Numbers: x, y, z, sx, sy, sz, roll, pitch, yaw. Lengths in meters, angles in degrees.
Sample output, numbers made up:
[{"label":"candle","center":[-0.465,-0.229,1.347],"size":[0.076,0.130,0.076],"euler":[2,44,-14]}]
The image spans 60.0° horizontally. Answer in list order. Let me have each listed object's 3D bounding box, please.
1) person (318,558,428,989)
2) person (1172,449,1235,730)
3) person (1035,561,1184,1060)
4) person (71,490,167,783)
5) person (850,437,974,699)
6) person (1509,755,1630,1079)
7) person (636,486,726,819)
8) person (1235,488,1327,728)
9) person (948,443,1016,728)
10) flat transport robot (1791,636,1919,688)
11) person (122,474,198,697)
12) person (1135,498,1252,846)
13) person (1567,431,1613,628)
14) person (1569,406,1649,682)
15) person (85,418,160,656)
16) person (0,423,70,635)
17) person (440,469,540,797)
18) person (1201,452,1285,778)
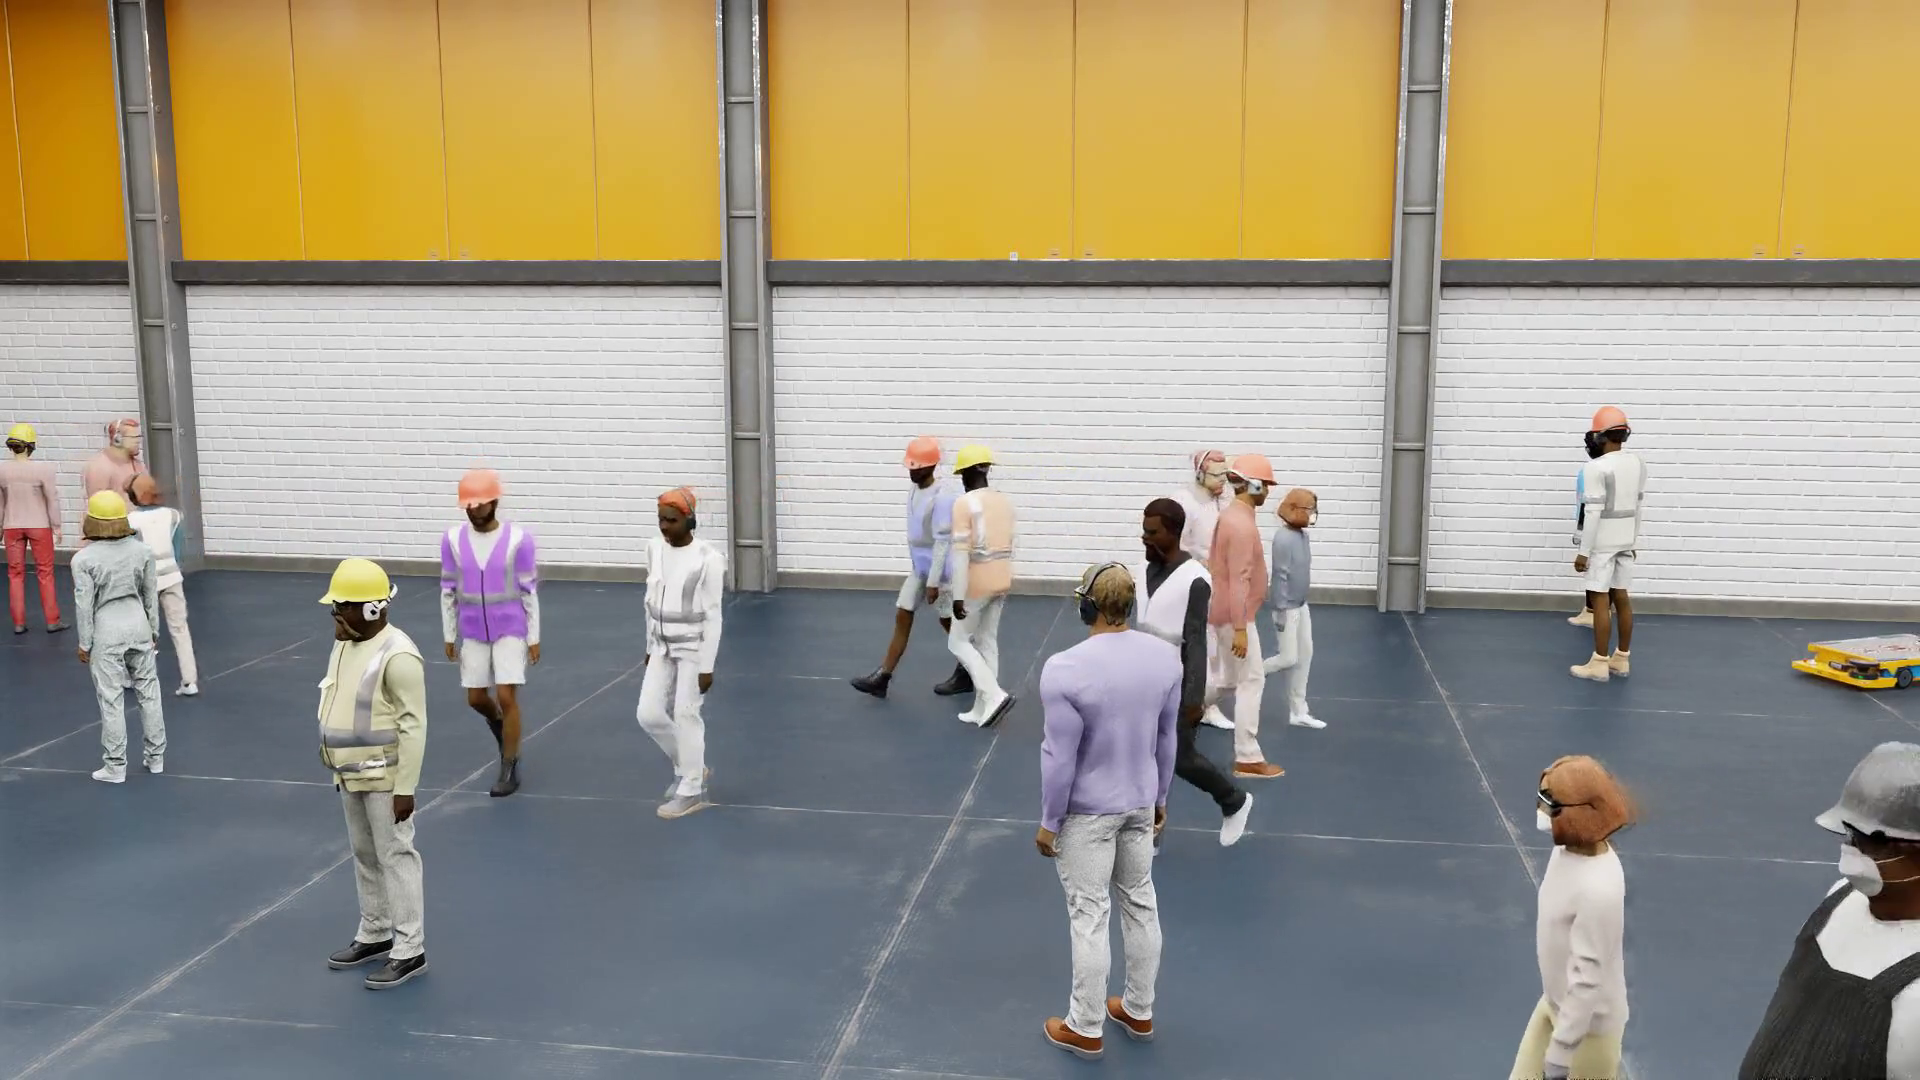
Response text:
[{"label":"person","center":[-2.509,0.980,7.087],"size":[0.600,1.831,0.404],"euler":[8,12,42]},{"label":"person","center":[1.582,0.328,10.936],"size":[0.487,1.885,0.668],"euler":[8,12,41]},{"label":"person","center":[0.562,1.034,6.434],"size":[0.630,1.940,0.372],"euler":[-6,11,-32]},{"label":"person","center":[-5.013,0.568,9.905],"size":[0.289,1.746,0.487],"euler":[7,12,37]},{"label":"person","center":[-0.284,0.216,11.646],"size":[0.998,1.879,0.565],"euler":[-5,11,-29]},{"label":"person","center":[1.736,1.428,4.981],"size":[0.682,1.604,0.527],"euler":[1,9,6]},{"label":"person","center":[-1.545,0.626,9.162],"size":[0.603,1.868,0.404],"euler":[7,11,36]},{"label":"person","center":[2.148,0.444,11.036],"size":[0.541,1.612,0.502],"euler":[6,11,35]},{"label":"person","center":[0.142,0.312,11.036],"size":[0.555,1.887,0.637],"euler":[8,12,42]},{"label":"flat transport robot","center":[7.038,0.891,12.444],"size":[1.431,0.197,0.652],"euler":[-3,10,-20]},{"label":"person","center":[-5.784,0.324,11.877],"size":[0.867,1.594,0.519],"euler":[6,11,34]},{"label":"person","center":[1.121,0.714,8.561],"size":[0.817,1.891,0.598],"euler":[-5,10,-27]},{"label":"person","center":[5.423,-0.102,14.182],"size":[0.531,1.697,0.322],"euler":[-6,11,-35]},{"label":"person","center":[4.788,0.026,12.339],"size":[0.610,2.040,0.394],"euler":[-5,11,-29]},{"label":"person","center":[-6.466,-0.002,12.957],"size":[0.425,1.890,0.678],"euler":[0,9,2]},{"label":"person","center":[-7.786,-0.091,13.903],"size":[0.527,1.767,0.331],"euler":[-1,9,-9]},{"label":"person","center":[-2.735,0.506,9.769],"size":[0.577,1.910,0.674],"euler":[0,9,0]},{"label":"person","center":[1.557,0.449,10.004],"size":[0.744,1.965,0.654],"euler":[0,9,2]}]
